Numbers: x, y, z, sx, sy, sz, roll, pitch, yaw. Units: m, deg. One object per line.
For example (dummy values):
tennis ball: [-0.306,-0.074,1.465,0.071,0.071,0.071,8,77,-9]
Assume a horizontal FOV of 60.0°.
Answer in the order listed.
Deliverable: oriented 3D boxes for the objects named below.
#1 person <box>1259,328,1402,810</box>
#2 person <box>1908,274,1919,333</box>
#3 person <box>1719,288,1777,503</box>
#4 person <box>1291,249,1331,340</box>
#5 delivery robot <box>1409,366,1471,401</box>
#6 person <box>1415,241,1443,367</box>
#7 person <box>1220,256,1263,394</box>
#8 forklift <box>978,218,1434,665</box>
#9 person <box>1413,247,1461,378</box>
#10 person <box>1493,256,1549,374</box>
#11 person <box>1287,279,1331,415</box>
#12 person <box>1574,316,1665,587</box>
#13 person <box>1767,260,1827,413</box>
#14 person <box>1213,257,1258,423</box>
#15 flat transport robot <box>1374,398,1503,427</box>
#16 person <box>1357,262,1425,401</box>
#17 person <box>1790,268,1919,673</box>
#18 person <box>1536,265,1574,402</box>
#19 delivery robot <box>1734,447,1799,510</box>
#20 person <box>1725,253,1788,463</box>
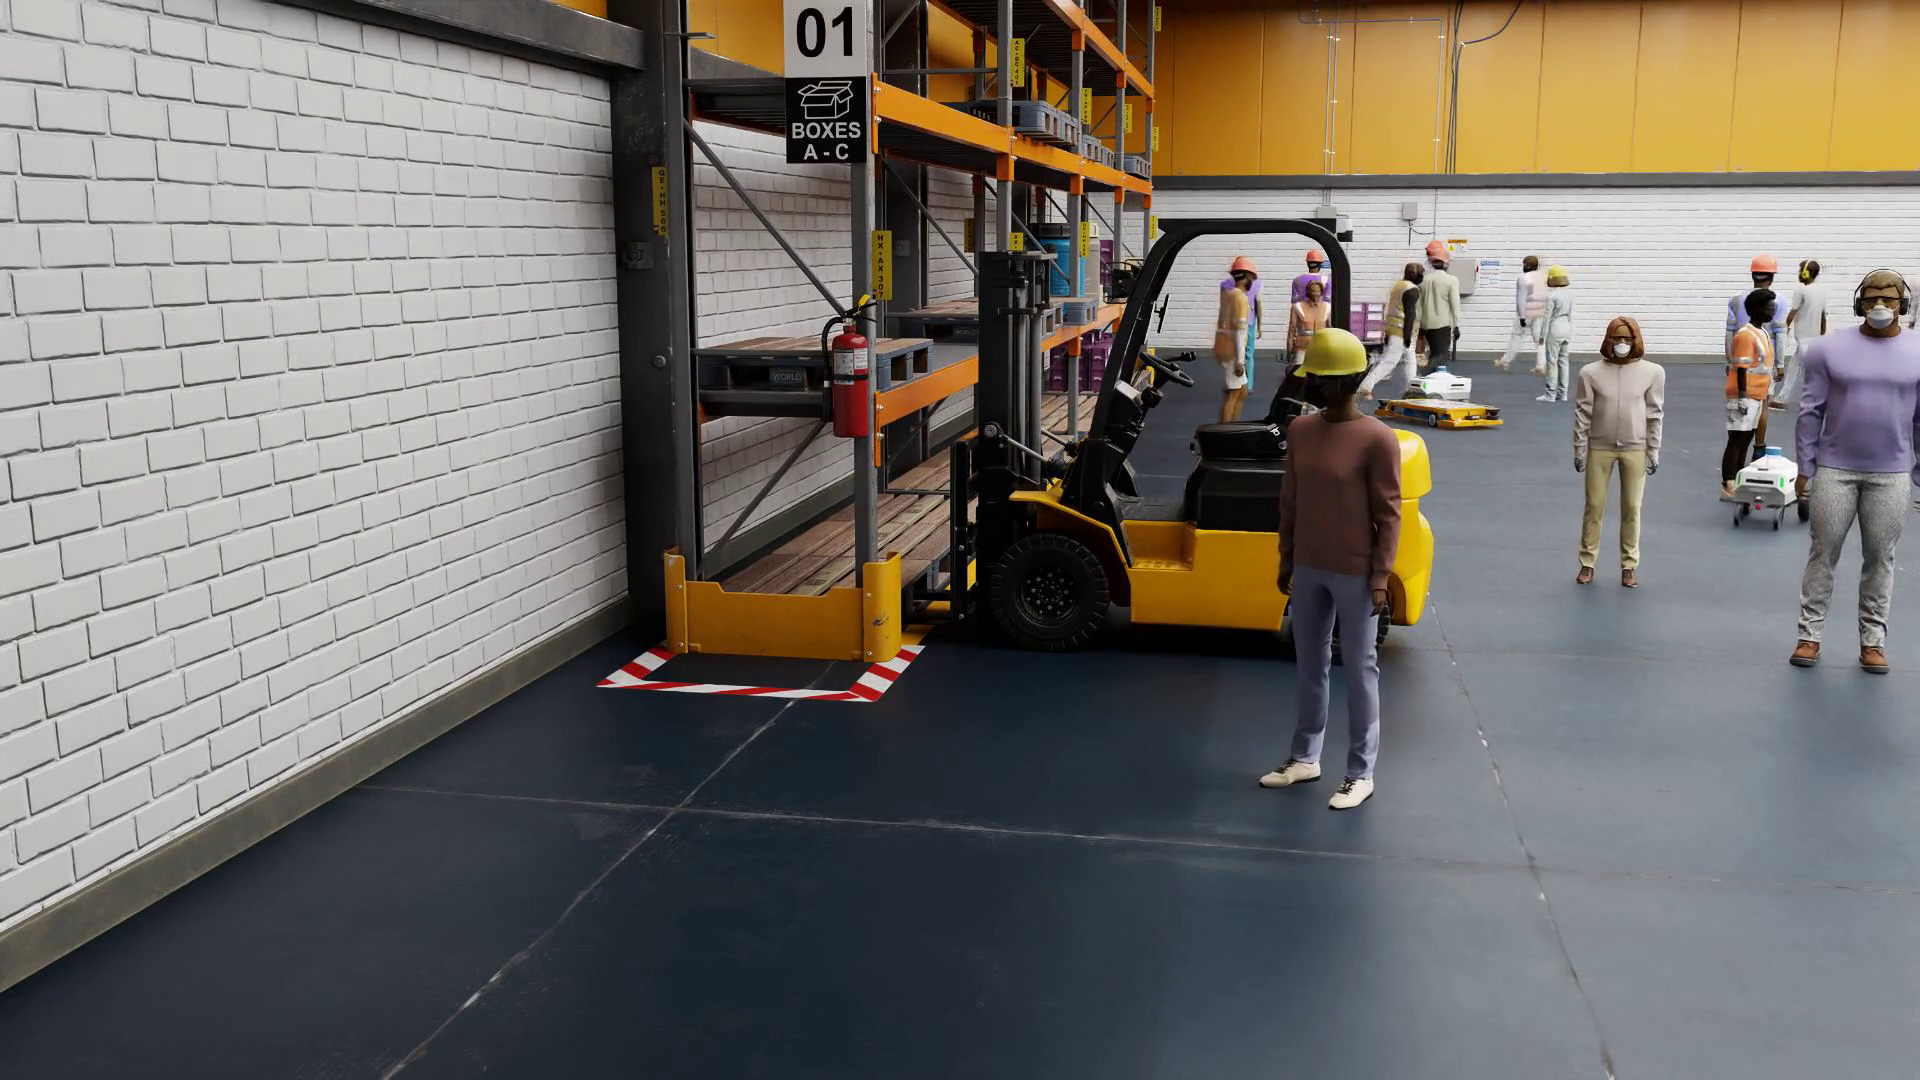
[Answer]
person: [1.367,0.108,6.117,0.329,1.765,0.527,-7,13,-36]
person: [13.967,-3.193,23.901,0.716,1.884,0.653,-10,14,-43]
person: [6.227,-1.135,13.131,0.318,1.692,0.535,9,14,40]
person: [4.617,-2.840,21.803,0.551,1.932,0.378,5,11,24]
delivery robot: [5.694,-1.815,19.713,0.707,0.478,0.477,-4,11,-20]
person: [7.560,-3.792,26.779,0.427,2.027,0.621,5,11,25]
person: [3.735,-2.848,22.143,0.564,1.834,0.394,3,11,14]
forklift: [1.285,-0.567,8.635,2.313,2.155,1.214,2,11,11]
person: [6.065,-2.760,21.306,0.809,1.969,0.625,-7,12,-34]
person: [8.713,-3.466,25.617,0.631,1.794,0.953,-5,11,-23]
person: [3.929,-2.093,18.563,0.530,1.620,0.509,0,10,0]
person: [3.938,-0.528,9.983,0.493,1.624,0.280,3,11,18]
person: [10.064,-2.410,19.781,0.536,1.825,0.995,-7,12,-32]
person: [2.692,-1.798,16.234,0.455,1.898,0.555,-1,10,-4]
flat transport robot: [5.366,-1.442,18.707,0.652,0.197,1.431,-4,11,-22]
person: [5.494,-2.623,21.053,0.927,1.790,0.636,1,10,3]
person: [4.360,-0.327,8.021,0.627,1.941,0.372,5,12,26]
person: [7.585,-2.624,21.178,0.497,1.738,0.318,-7,12,-33]
delivery robot: [5.933,-0.438,12.167,0.477,0.478,0.707,8,13,38]
person: [7.377,-1.673,15.403,0.366,1.934,0.553,-8,13,-38]
